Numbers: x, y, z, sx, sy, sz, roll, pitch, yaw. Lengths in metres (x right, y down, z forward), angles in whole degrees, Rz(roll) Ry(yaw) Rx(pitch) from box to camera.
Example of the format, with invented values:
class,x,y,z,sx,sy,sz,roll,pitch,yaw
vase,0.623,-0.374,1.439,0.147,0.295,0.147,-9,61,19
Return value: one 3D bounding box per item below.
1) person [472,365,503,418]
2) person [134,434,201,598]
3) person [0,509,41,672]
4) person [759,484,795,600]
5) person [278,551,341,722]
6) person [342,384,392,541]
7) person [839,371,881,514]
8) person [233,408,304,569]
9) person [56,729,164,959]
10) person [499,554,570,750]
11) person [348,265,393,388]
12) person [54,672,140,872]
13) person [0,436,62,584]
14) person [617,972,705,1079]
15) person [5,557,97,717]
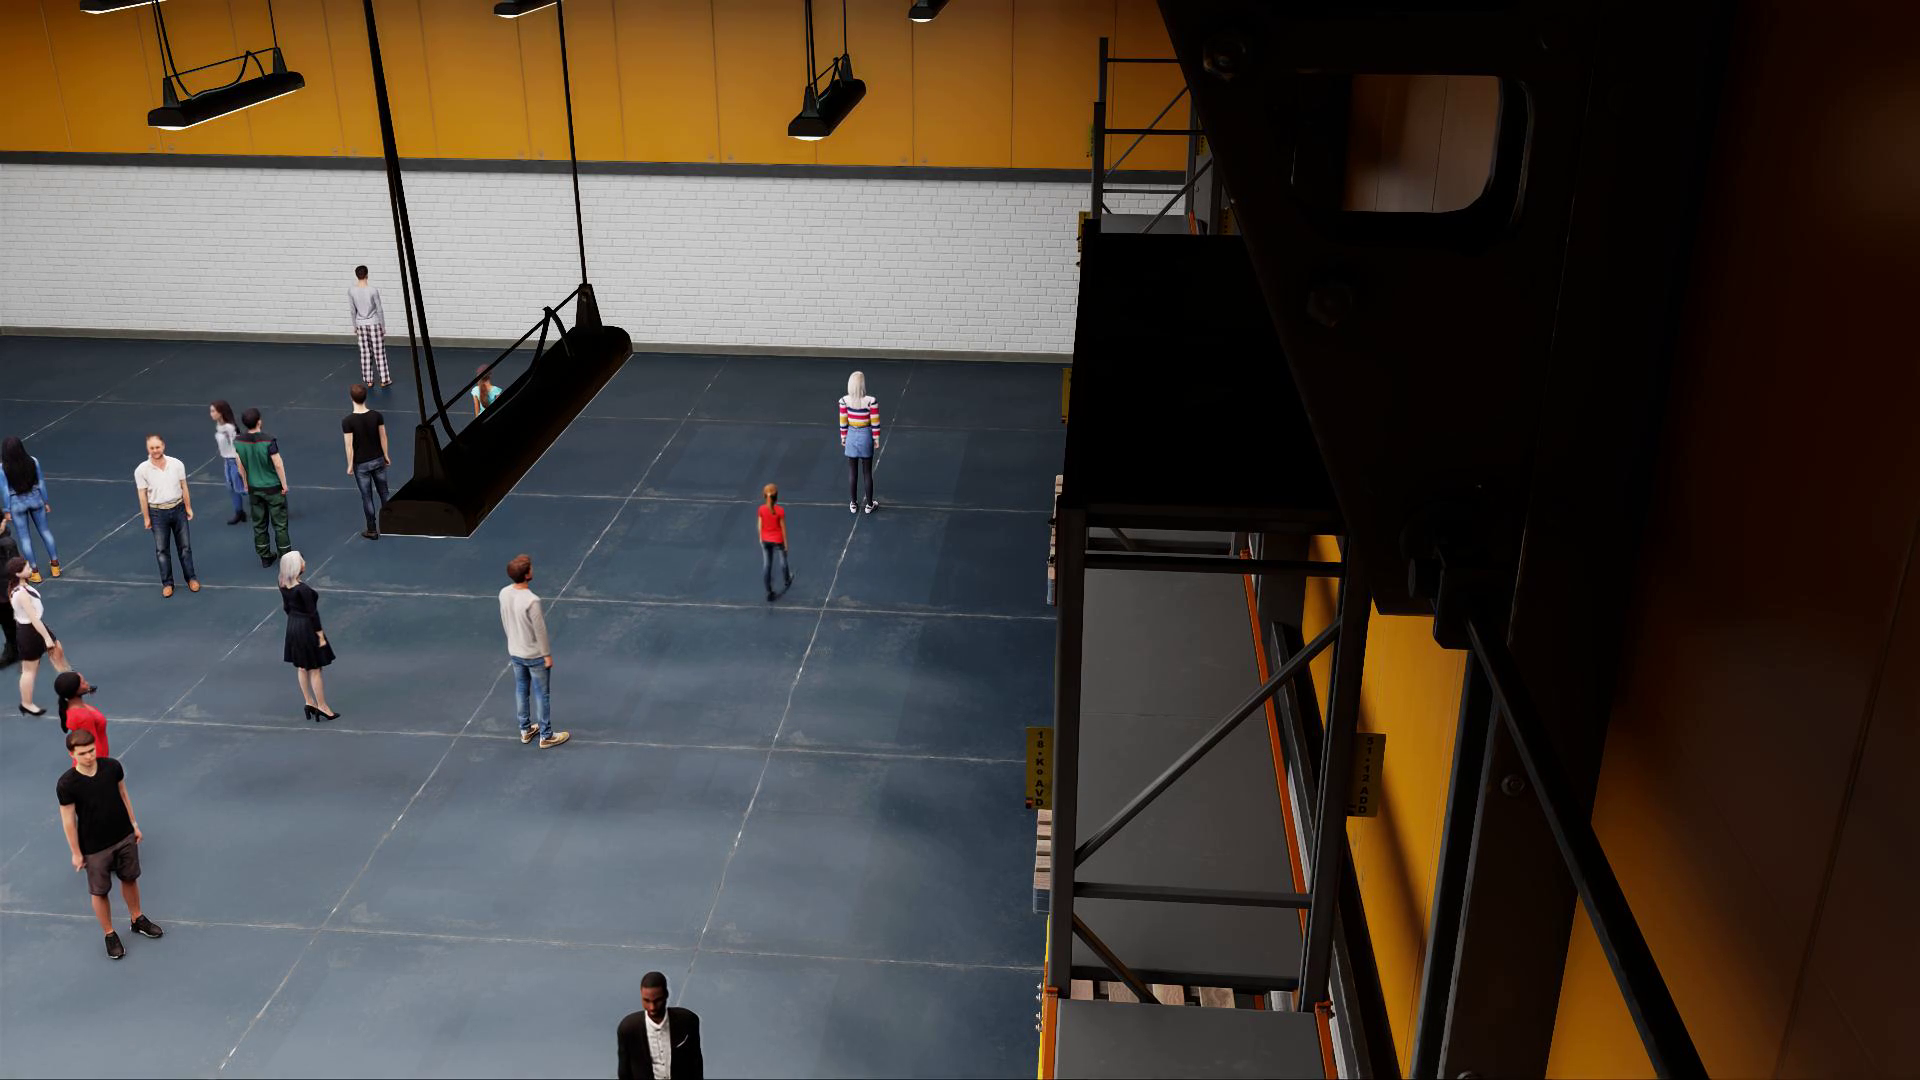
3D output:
class,x,y,z,sx,sy,sz,roll,pitch,yaw
person,-6.081,-1.529,21.556,0.561,1.558,0.559,0,24,0
person,-8.769,-0.313,18.403,0.753,1.856,0.771,-13,27,-27
person,-9.622,0.453,16.747,0.665,1.779,0.636,6,24,13
person,-2.080,0.035,18.309,0.557,1.293,0.795,5,24,11
person,-6.191,0.903,15.759,0.695,1.747,0.712,15,28,30
person,-7.024,-0.934,19.774,0.750,1.897,0.806,-18,29,-35
person,-1.244,-1.218,20.535,0.664,1.808,0.513,4,24,8
person,-7.944,-0.603,19.011,0.658,1.901,0.553,2,24,5
person,-6.456,2.239,12.560,0.831,1.862,0.708,16,28,33
person,-3.965,1.022,15.289,0.744,1.905,0.735,13,27,28
person,-8.920,-3.228,25.085,0.650,1.847,0.576,-1,24,-2
person,-7.049,1.868,13.505,0.770,1.784,0.720,-21,31,-40
person,-10.474,-0.360,18.690,0.737,1.713,0.655,21,31,40
person,-1.792,3.370,10.047,0.726,1.800,0.676,-6,24,-13
person,-8.911,0.948,15.809,0.950,1.624,0.933,-15,28,-31
